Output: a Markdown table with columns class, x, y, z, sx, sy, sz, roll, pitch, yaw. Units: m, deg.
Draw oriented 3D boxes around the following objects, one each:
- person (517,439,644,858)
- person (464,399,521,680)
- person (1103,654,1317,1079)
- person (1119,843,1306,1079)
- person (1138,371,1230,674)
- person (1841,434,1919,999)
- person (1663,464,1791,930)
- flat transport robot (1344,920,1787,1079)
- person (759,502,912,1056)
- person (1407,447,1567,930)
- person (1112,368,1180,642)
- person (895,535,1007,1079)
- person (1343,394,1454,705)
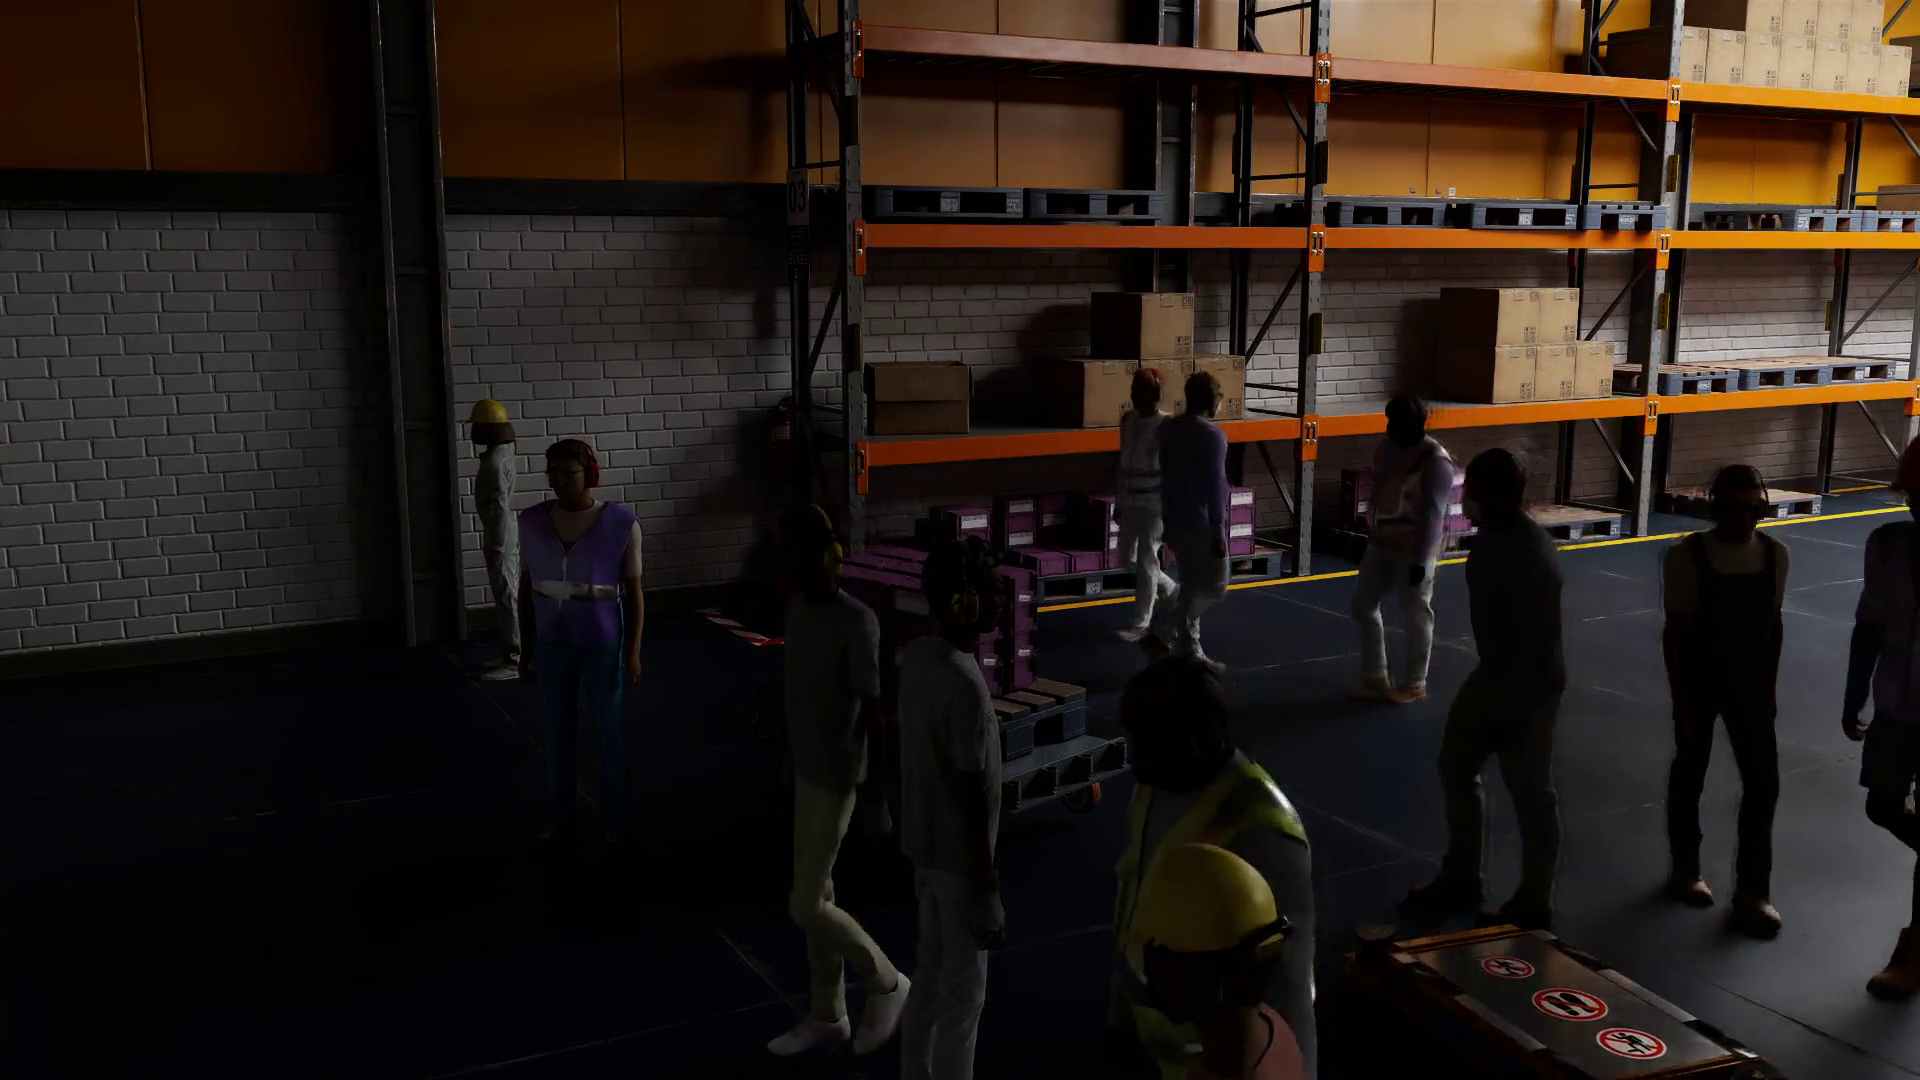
| class | x | y | z | sx | sy | sz | roll | pitch | yaw |
| --- | --- | --- | --- | --- | --- | --- | --- | --- | --- |
| person | -1.663 | 0.467 | 7.311 | 0.571 | 1.845 | 0.382 | 1 | 10 | 8 |
| person | -2.881 | -0.003 | 10.317 | 0.307 | 1.743 | 0.494 | -2 | 10 | -11 |
| person | 0.508 | 1.126 | 3.699 | 0.947 | 1.778 | 0.641 | -2 | 10 | -10 |
| person | 0.430 | 1.336 | 2.724 | 0.935 | 1.705 | 0.511 | 4 | 11 | 23 |
| person | 1.393 | -0.074 | 10.200 | 0.549 | 1.923 | 0.640 | -4 | 11 | -22 |
| person | 3.567 | 0.603 | 6.043 | 0.710 | 2.020 | 0.639 | -4 | 11 | -22 |
| person | 3.034 | 0.613 | 6.547 | 0.511 | 1.817 | 0.730 | 0 | 10 | 2 |
| flat transport robot | 1.931 | 1.577 | 5.453 | 0.652 | 0.197 | 1.431 | -3 | 10 | -19 |
| person | -0.459 | 0.791 | 5.423 | 0.389 | 1.852 | 0.533 | -6 | 11 | -30 |
| person | 2.055 | 0.597 | 6.426 | 0.666 | 1.912 | 0.637 | -1 | 10 | -3 |
| person | 1.307 | -0.243 | 11.341 | 0.597 | 1.871 | 0.599 | -7 | 12 | -33 |
| person | -0.006 | 0.910 | 4.711 | 0.313 | 1.864 | 0.538 | -4 | 11 | -22 |
| person | 2.504 | 0.070 | 9.636 | 0.617 | 1.824 | 0.643 | -4 | 11 | -23 |
